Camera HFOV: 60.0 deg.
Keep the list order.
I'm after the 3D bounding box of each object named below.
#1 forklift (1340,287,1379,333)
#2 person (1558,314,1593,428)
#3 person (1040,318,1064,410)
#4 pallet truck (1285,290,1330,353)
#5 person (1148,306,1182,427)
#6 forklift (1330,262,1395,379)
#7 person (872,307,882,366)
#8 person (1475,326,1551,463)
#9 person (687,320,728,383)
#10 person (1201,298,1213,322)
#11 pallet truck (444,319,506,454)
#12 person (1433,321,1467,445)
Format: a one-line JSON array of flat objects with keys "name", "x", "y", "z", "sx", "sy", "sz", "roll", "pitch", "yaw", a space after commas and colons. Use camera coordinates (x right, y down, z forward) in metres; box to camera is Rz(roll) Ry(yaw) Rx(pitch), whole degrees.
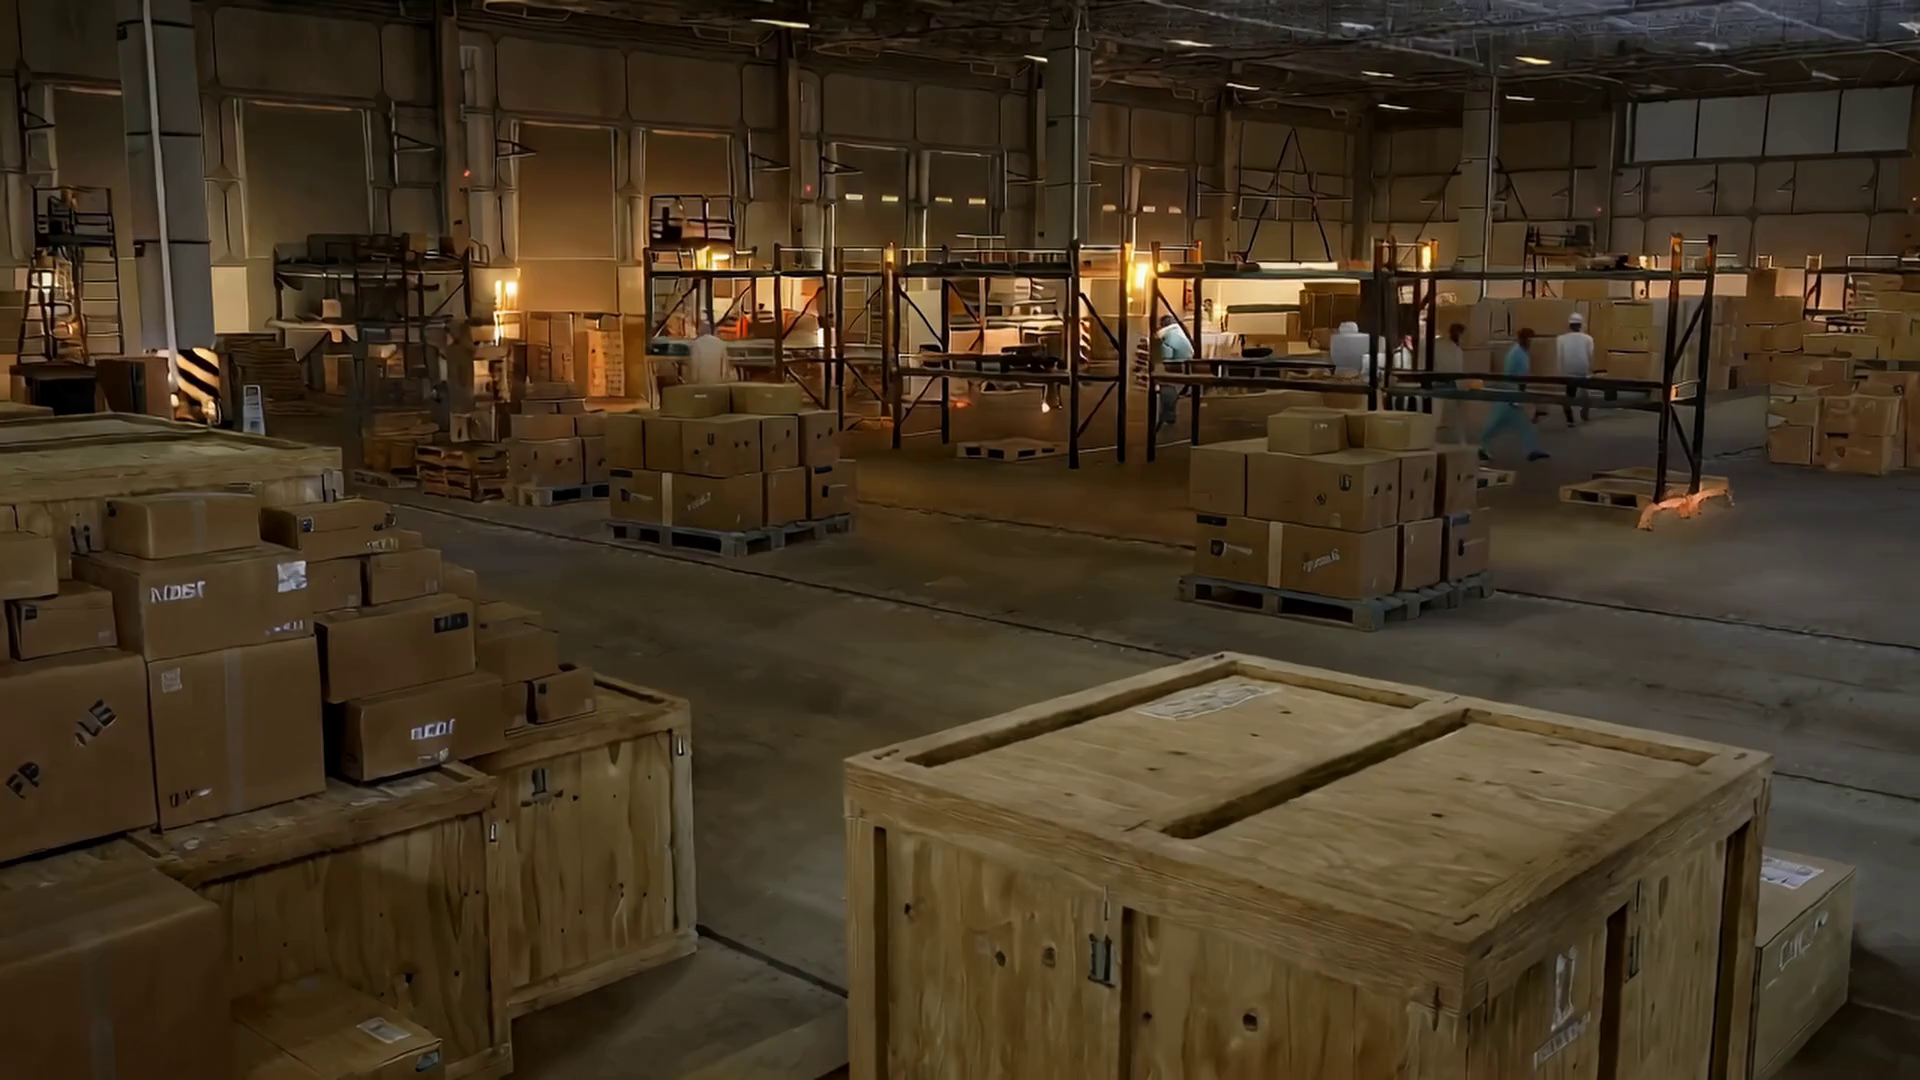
[{"name": "forklift", "x": 11.782, "y": -6.481, "z": 47.279, "sx": 1.873, "sy": 2.768, "sz": 1.129, "roll": 3, "pitch": 10, "yaw": 16}, {"name": "person", "x": 10.319, "y": -2.829, "z": 27.881, "sx": 0.594, "sy": 1.898, "sz": 0.713, "roll": 6, "pitch": 11, "yaw": 33}, {"name": "person", "x": 1.748, "y": -3.323, "z": 31.428, "sx": 0.484, "sy": 1.736, "sz": 0.321, "roll": -5, "pitch": 11, "yaw": -29}, {"name": "pallet truck", "x": 11.297, "y": -6.951, "z": 52.861, "sx": 1.885, "sy": 1.965, "sz": 0.823, "roll": -5, "pitch": 11, "yaw": -29}, {"name": "person", "x": 3.454, "y": -2.938, "z": 28.127, "sx": 0.537, "sy": 2.000, "sz": 0.679, "roll": -2, "pitch": 9, "yaw": -12}, {"name": "forklift", "x": 9.992, "y": -5.316, "z": 40.140, "sx": 1.873, "sy": 2.768, "sz": 1.129, "roll": -5, "pitch": 10, "yaw": -26}, {"name": "person", "x": -2.180, "y": -5.393, "z": 44.436, "sx": 0.317, "sy": 1.632, "sz": 0.525, "roll": -1, "pitch": 9, "yaw": -6}, {"name": "person", "x": 7.563, "y": -1.989, "z": 22.825, "sx": 1.054, "sy": 1.880, "sz": 0.673, "roll": 5, "pitch": 10, "yaw": 27}, {"name": "person", "x": -3.839, "y": -2.426, "z": 25.490, "sx": 0.648, "sy": 1.891, "sz": 1.028, "roll": -8, "pitch": 12, "yaw": -40}, {"name": "person", "x": 6.121, "y": -5.056, "z": 41.410, "sx": 0.347, "sy": 1.942, "sz": 0.549, "roll": 4, "pitch": 10, "yaw": 21}, {"name": "pallet truck", "x": -6.981, "y": -1.942, "z": 22.150, "sx": 1.885, "sy": 1.965, "sz": 0.823, "roll": 1, "pitch": 9, "yaw": 9}, {"name": "person", "x": 7.058, "y": -2.222, "z": 24.162, "sx": 0.849, "sy": 1.912, "sz": 0.634, "roll": 9, "pitch": 13, "yaw": 43}]
